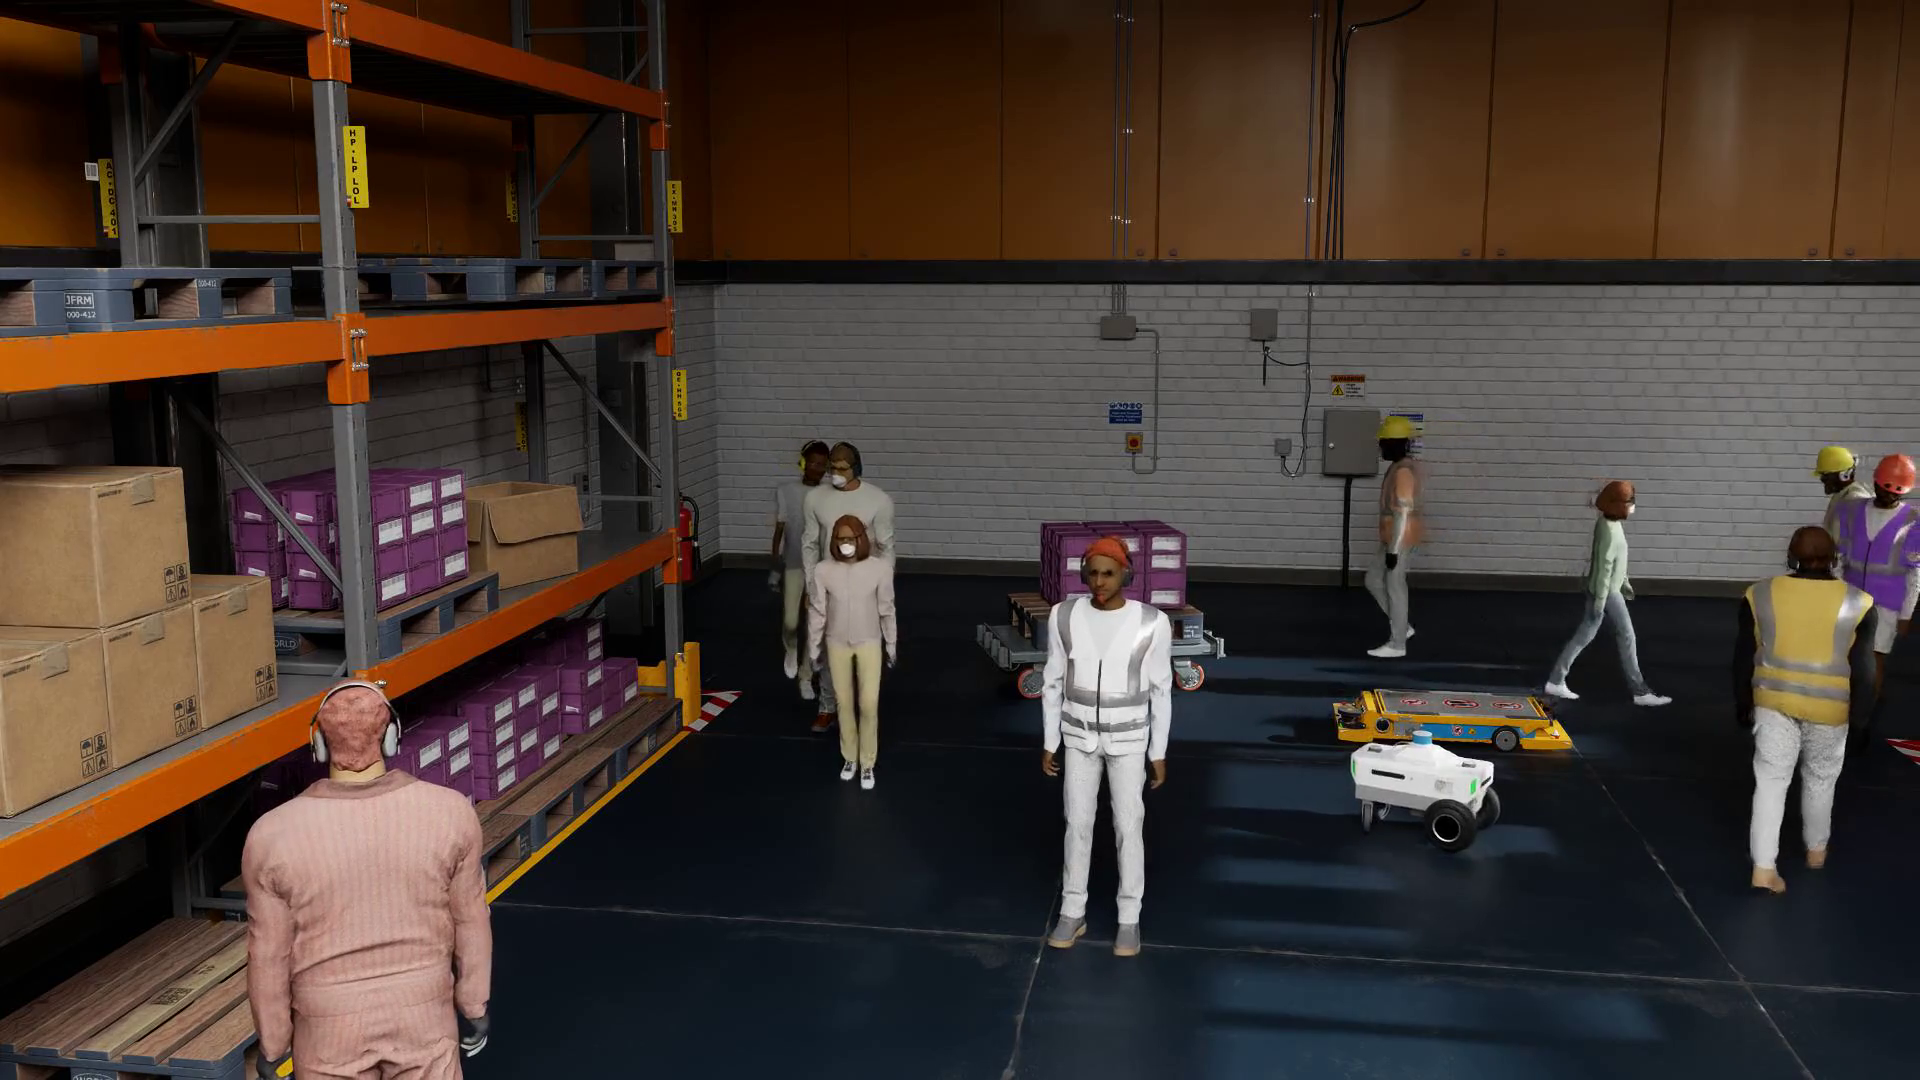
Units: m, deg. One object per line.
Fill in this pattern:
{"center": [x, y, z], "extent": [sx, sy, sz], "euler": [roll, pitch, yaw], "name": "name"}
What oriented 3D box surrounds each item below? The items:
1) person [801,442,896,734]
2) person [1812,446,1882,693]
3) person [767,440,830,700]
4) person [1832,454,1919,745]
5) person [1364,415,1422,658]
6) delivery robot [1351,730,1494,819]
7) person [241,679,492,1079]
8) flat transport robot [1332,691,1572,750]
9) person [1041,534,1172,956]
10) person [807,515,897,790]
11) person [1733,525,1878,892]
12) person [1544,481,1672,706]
{"center": [-0.731, 0.315, 10.889], "extent": [0.630, 1.931, 0.369], "euler": [2, 9, 11], "name": "person"}
{"center": [6.276, 0.217, 11.964], "extent": [0.837, 1.772, 0.607], "euler": [4, 10, 25], "name": "person"}
{"center": [-1.117, 0.191, 11.920], "extent": [0.551, 1.847, 0.591], "euler": [-2, 9, -14], "name": "person"}
{"center": [5.774, 0.385, 10.564], "extent": [0.403, 1.895, 0.608], "euler": [-7, 11, -36], "name": "person"}
{"center": [3.375, -0.017, 12.973], "extent": [0.416, 1.915, 0.609], "euler": [2, 9, 10], "name": "person"}
{"center": [2.478, 1.269, 8.949], "extent": [0.707, 0.478, 0.477], "euler": [6, 11, 34], "name": "delivery robot"}
{"center": [-1.656, 1.332, 4.702], "extent": [0.652, 1.904, 0.402], "euler": [-4, 10, -26], "name": "person"}
{"center": [3.174, 1.155, 10.818], "extent": [1.431, 0.197, 0.652], "euler": [1, 9, 9], "name": "flat transport robot"}
{"center": [0.642, 0.905, 7.392], "extent": [0.584, 1.883, 0.337], "euler": [3, 10, 18], "name": "person"}
{"center": [-0.637, 0.661, 9.748], "extent": [0.513, 1.610, 0.629], "euler": [1, 9, 5], "name": "person"}
{"center": [4.143, 0.827, 8.215], "extent": [0.644, 1.796, 0.975], "euler": [6, 11, 32], "name": "person"}
{"center": [4.531, 0.374, 11.618], "extent": [0.830, 1.599, 0.501], "euler": [2, 9, 12], "name": "person"}
